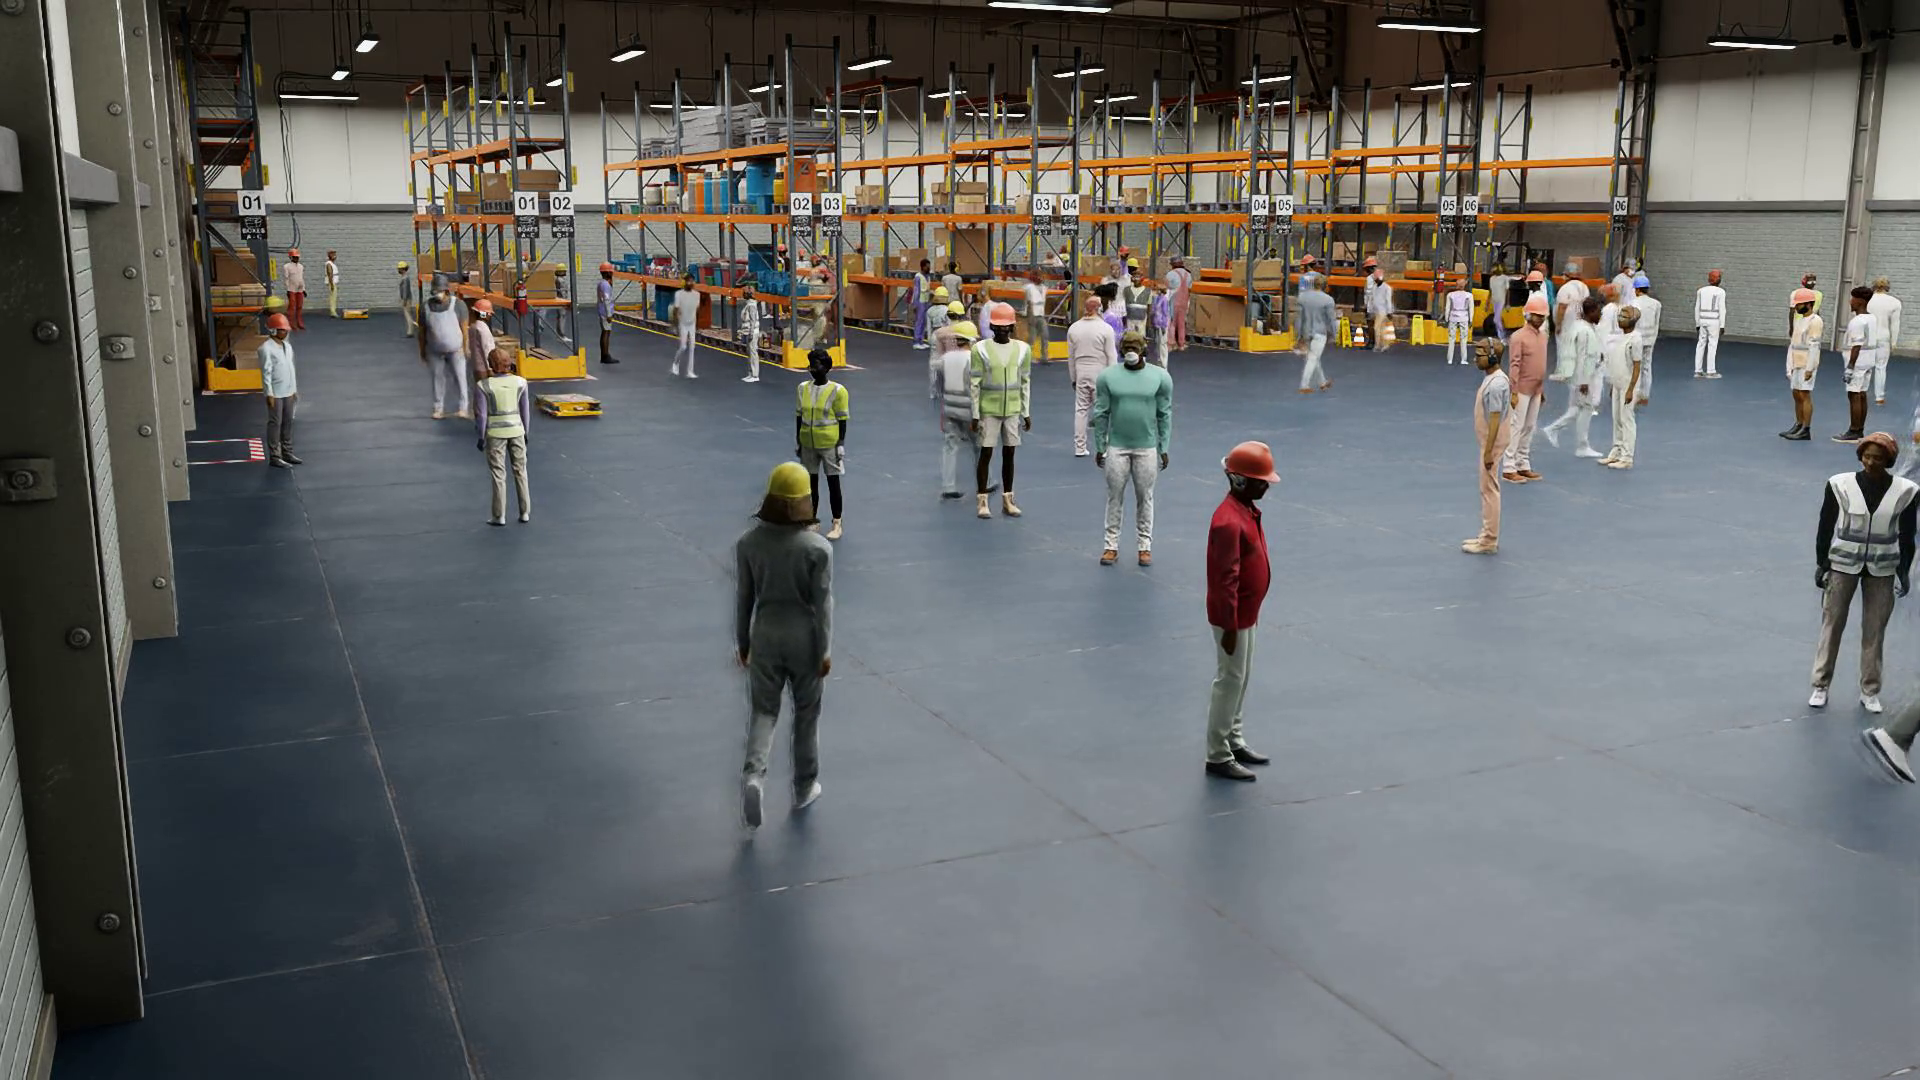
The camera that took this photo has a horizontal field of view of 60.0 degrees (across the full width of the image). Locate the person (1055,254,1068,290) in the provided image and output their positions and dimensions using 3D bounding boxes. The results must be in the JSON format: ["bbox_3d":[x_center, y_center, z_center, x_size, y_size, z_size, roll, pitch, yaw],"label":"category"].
[{"bbox_3d":[2.924,-7.047,46.115,0.544,1.732,0.714,-2,11,-10],"label":"person"}]

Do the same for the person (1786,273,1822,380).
[{"bbox_3d":[14.560,-3.678,28.717,0.563,1.848,0.390,-2,11,-9],"label":"person"}]

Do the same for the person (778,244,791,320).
[{"bbox_3d":[-4.763,-6.933,44.759,0.371,2.044,0.608,5,12,26],"label":"person"}]

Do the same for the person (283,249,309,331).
[{"bbox_3d":[-16.288,-6.129,40.793,0.378,1.996,0.611,5,12,23],"label":"person"}]

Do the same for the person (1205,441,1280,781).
[{"bbox_3d":[1.437,0.355,8.494,0.348,1.740,0.576,4,12,19],"label":"person"}]

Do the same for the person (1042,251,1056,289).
[{"bbox_3d":[2.928,-8.591,54.253,0.537,1.627,0.541,1,11,3],"label":"person"}]

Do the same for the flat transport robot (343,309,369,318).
[{"bbox_3d":[-16.602,-6.228,45.695,0.652,0.197,1.431,-4,12,-20],"label":"flat transport robot"}]

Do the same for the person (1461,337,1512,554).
[{"bbox_3d":[4.483,-0.796,14.103,0.348,1.839,0.504,3,12,15],"label":"person"}]

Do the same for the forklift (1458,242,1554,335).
[{"bbox_3d":[13.047,-6.049,39.881,2.313,2.155,1.214,-5,12,-23],"label":"forklift"}]

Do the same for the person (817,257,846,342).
[{"bbox_3d":[-2.827,-5.278,36.693,0.638,1.910,0.407,-2,11,-12],"label":"person"}]

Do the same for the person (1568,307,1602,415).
[{"bbox_3d":[8.942,-2.597,23.793,0.286,1.626,0.497,-7,13,-33],"label":"person"}]

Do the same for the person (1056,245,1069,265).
[{"bbox_3d":[3.297,-8.339,52.371,0.580,1.866,0.647,4,12,19],"label":"person"}]

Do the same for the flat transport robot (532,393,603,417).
[{"bbox_3d":[-5.669,-1.955,23.980,0.652,0.197,1.431,-6,13,-27],"label":"flat transport robot"}]

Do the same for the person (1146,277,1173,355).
[{"bbox_3d":[3.951,-4.448,33.244,0.521,1.601,0.807,-5,12,-24],"label":"person"}]

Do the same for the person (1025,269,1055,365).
[{"bbox_3d":[1.508,-4.196,31.444,0.697,1.806,0.608,10,15,40],"label":"person"}]

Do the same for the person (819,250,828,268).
[{"bbox_3d":[-4.093,-7.843,50.096,0.311,1.768,0.524,-4,12,-19],"label":"person"}]

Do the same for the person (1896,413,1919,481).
[{"bbox_3d":[9.244,-1.036,15.699,0.871,1.677,0.523,9,14,38],"label":"person"}]

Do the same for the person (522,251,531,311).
[{"bbox_3d":[-12.867,-7.654,49.165,0.340,1.747,0.569,-5,12,-26],"label":"person"}]

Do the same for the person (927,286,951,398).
[{"bbox_3d":[-0.288,-3.064,25.868,0.486,1.742,0.300,7,13,34],"label":"person"}]

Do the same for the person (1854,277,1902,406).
[{"bbox_3d":[13.736,-2.981,24.980,0.625,1.930,0.380,9,14,38],"label":"person"}]

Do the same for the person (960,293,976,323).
[{"bbox_3d":[0.142,-6.294,41.810,0.594,1.924,0.373,-6,13,-28],"label":"person"}]

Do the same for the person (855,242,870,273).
[{"bbox_3d":[-2.861,-7.639,48.405,0.628,2.020,0.736,-6,13,-29],"label":"person"}]

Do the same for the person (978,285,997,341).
[{"bbox_3d":[0.455,-2.928,25.057,0.343,1.802,0.641,-3,11,-14],"label":"person"}]

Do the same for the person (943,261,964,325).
[{"bbox_3d":[-0.166,-4.968,35.279,0.600,1.855,0.329,7,13,32],"label":"person"}]

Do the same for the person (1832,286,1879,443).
[{"bbox_3d":[11.281,-2.200,20.911,0.605,1.963,0.373,-10,15,-43],"label":"person"}]

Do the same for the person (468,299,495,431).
[{"bbox_3d":[-6.251,-2.287,21.889,0.332,1.750,0.563,-7,13,-33],"label":"person"}]

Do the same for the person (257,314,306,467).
[{"bbox_3d":[-7.717,-1.700,18.931,0.349,1.744,0.566,2,11,10],"label":"person"}]

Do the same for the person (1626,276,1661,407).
[{"bbox_3d":[10.094,-2.941,24.716,0.605,1.948,0.384,-4,12,-19],"label":"person"}]

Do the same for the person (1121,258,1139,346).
[{"bbox_3d":[3.612,-5.012,35.296,0.381,1.923,0.592,3,11,14],"label":"person"}]

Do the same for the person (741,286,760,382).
[{"bbox_3d":[-3.585,-3.523,28.458,0.308,1.641,0.516,-3,12,-15],"label":"person"}]

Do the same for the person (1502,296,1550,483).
[{"bbox_3d":[6.095,-1.608,17.823,0.617,1.990,0.393,-9,14,-39],"label":"person"}]

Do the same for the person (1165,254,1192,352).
[{"bbox_3d":[4.488,-4.965,34.762,0.684,2.000,0.535,-8,14,-37],"label":"person"}]

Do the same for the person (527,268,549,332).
[{"bbox_3d":[-10.182,-5.960,40.150,0.615,1.909,0.421,1,11,7],"label":"person"}]

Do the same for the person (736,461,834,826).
[{"bbox_3d":[-0.836,0.490,7.847,0.492,1.718,0.688,2,11,10],"label":"person"}]

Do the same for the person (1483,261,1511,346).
[{"bbox_3d":[11.620,-5.095,35.947,0.590,1.834,0.526,-6,12,-26],"label":"person"}]

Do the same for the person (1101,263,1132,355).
[{"bbox_3d":[3.140,-4.618,33.454,0.670,1.850,0.969,1,11,3],"label":"person"}]

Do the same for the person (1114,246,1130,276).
[{"bbox_3d":[4.195,-6.484,42.485,0.609,2.040,0.394,4,12,20],"label":"person"}]

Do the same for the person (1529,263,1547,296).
[{"bbox_3d":[11.405,-4.506,32.837,0.356,1.882,0.574,10,15,40],"label":"person"}]

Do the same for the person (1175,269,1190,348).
[{"bbox_3d":[4.747,-4.935,35.512,0.319,1.690,0.540,-2,11,-10],"label":"person"}]
